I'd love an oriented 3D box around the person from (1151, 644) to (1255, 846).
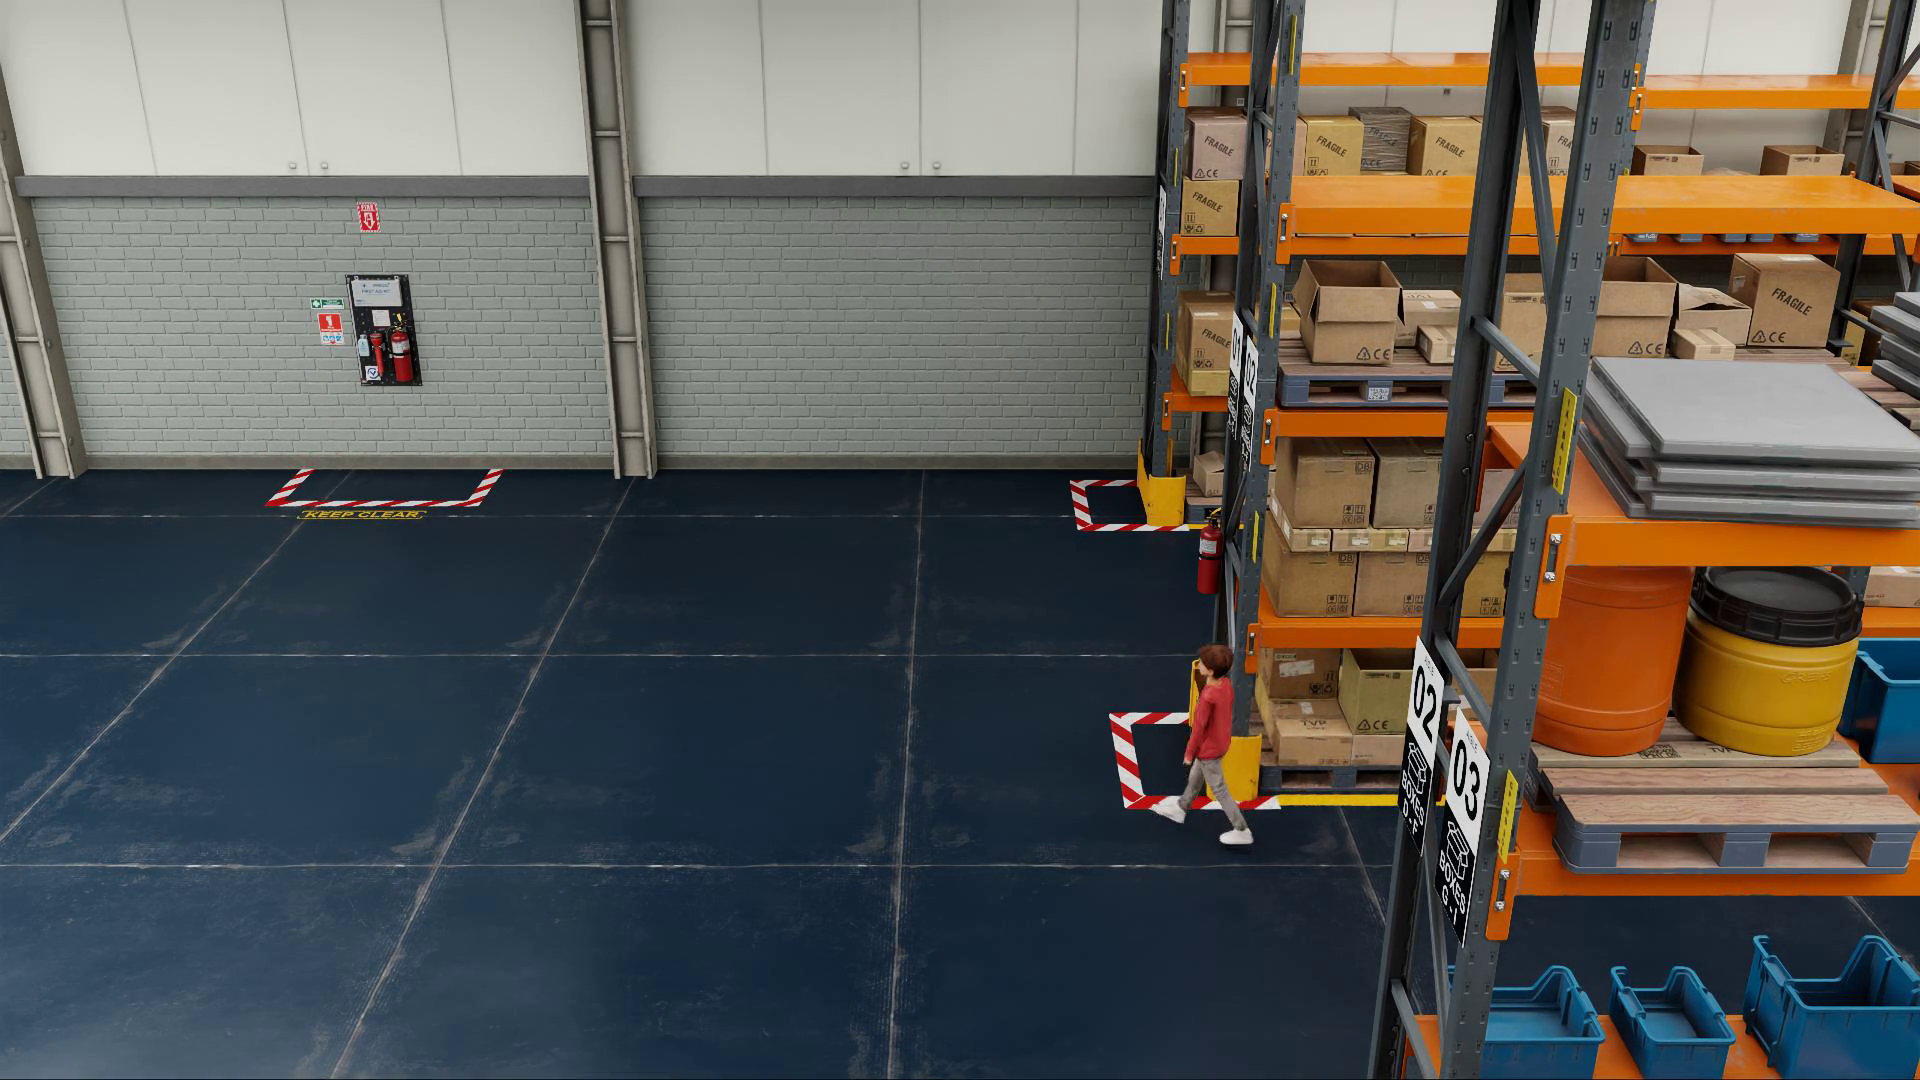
[{"bbox_3d":[1.696,1.356,10.785,1.034,1.387,0.841,13,26,27],"label":"person"}]
